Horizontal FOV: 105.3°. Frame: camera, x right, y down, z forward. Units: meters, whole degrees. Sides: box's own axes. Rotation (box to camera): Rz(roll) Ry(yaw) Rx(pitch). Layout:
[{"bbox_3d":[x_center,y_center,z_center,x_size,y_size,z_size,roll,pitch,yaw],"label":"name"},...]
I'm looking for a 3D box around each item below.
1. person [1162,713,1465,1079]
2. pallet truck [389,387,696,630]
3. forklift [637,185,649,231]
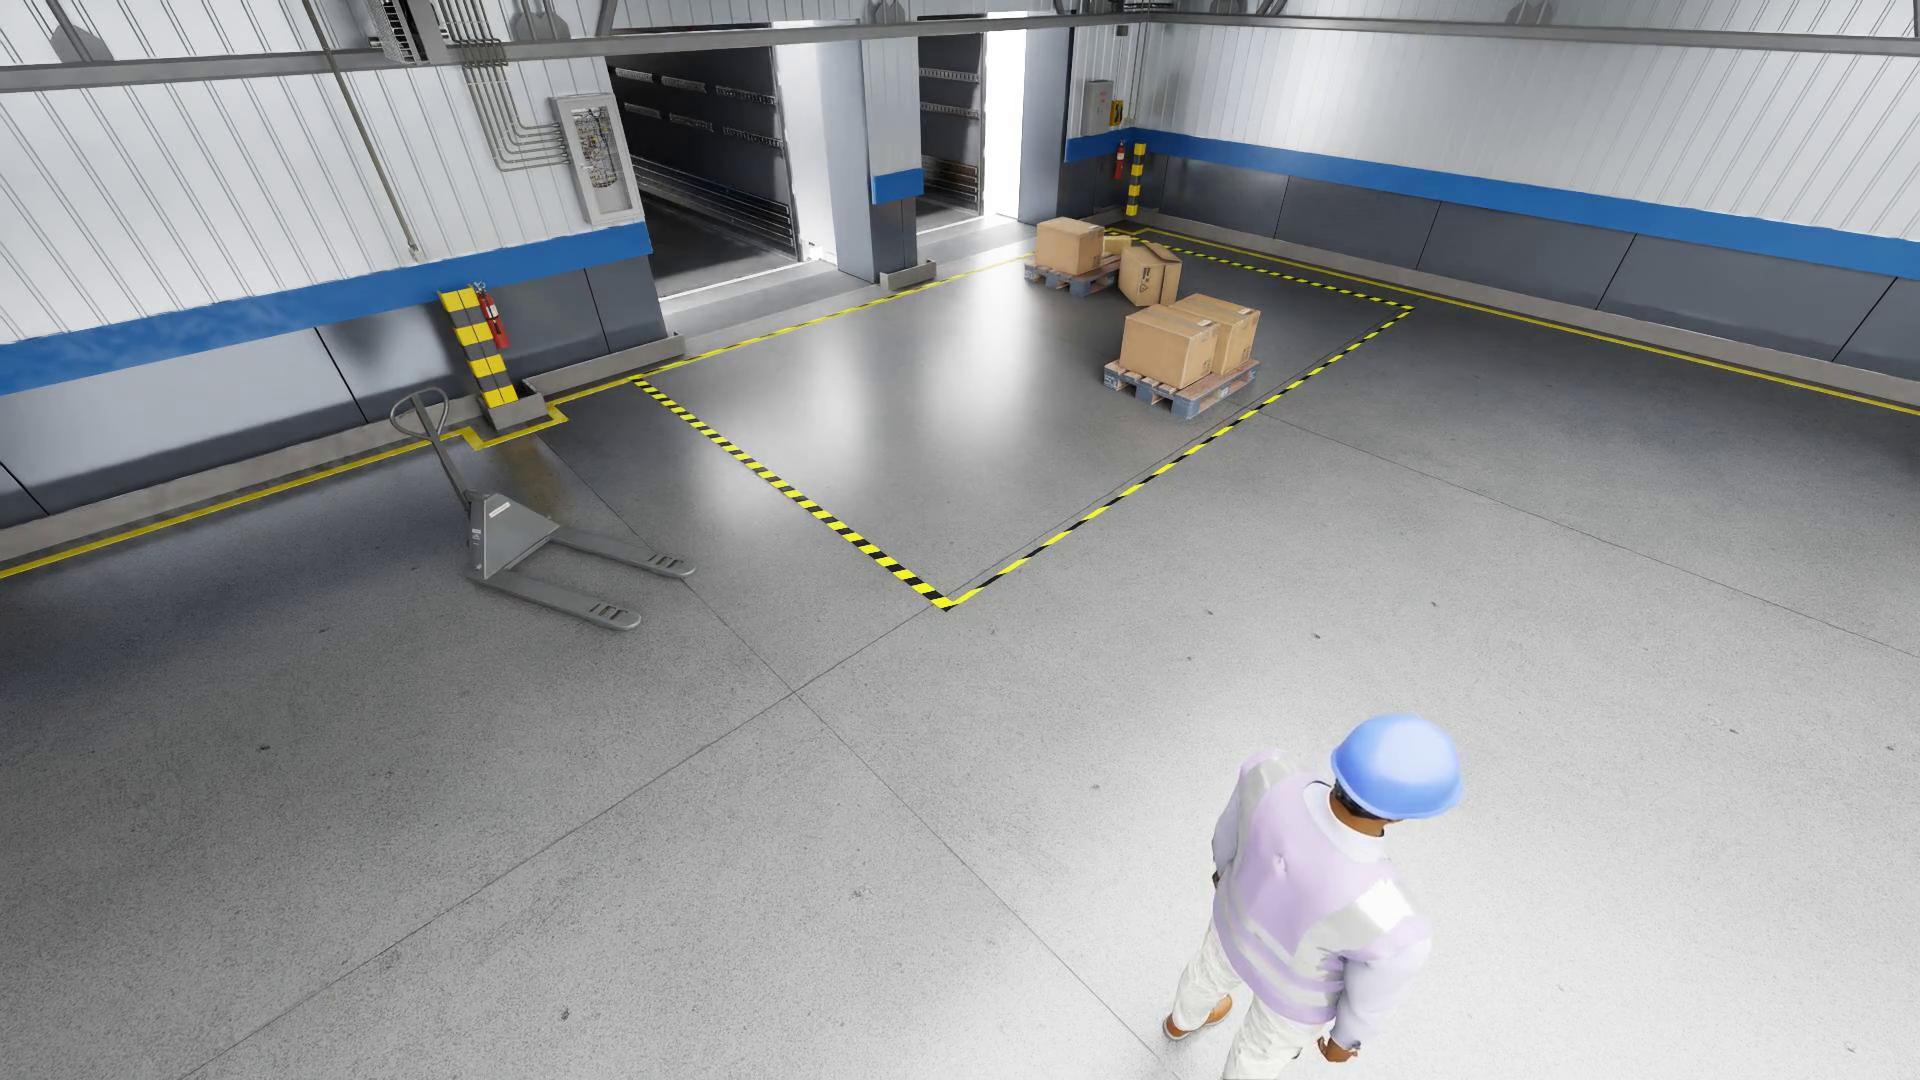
[{"bbox_3d":[0.958,1.182,2.164,0.389,1.946,0.614,-12,39,-16],"label":"person"},{"bbox_3d":[-2.613,-0.247,4.593,1.601,1.201,0.680,14,40,17],"label":"pallet truck"},{"bbox_3d":[-5.374,-5.599,10.862,0.716,2.013,0.776,-30,47,-33],"label":"forklift"}]
